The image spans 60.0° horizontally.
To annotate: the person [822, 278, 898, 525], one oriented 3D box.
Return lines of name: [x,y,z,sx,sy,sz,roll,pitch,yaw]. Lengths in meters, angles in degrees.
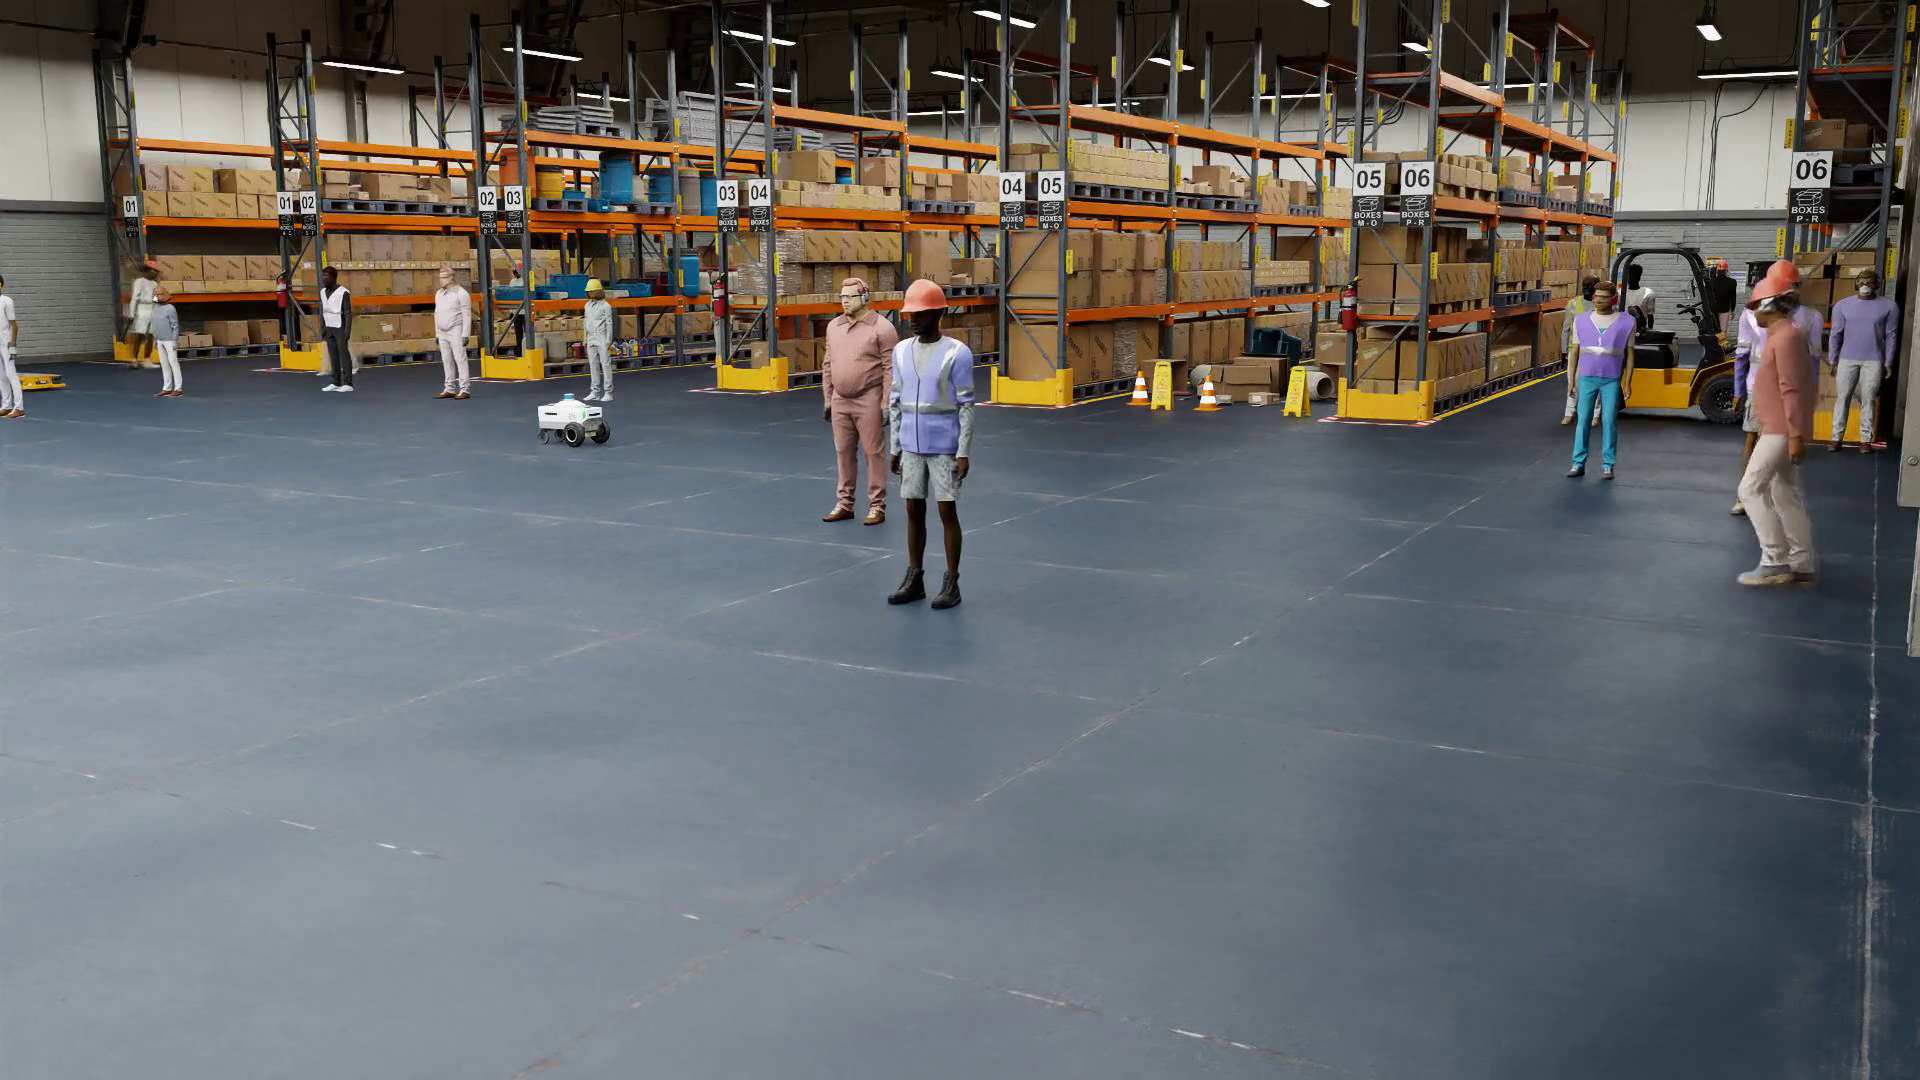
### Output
person: [-0.799,-1.065,12.870,0.645,1.907,0.400,6,11,30]

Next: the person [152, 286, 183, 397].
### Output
person: [-11.729,-2.927,24.563,0.503,1.632,0.271,6,11,30]

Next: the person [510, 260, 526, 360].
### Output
person: [-8.565,-4.457,32.465,0.616,1.993,0.395,6,11,30]

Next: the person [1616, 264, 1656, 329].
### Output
person: [9.748,-3.022,24.154,0.610,1.963,0.366,6,11,30]

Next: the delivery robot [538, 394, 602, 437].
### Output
delivery robot: [-4.297,-1.367,18.315,0.707,0.478,0.477,5,11,28]

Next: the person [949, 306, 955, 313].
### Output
person: [-0.310,-6.485,44.507,0.631,1.938,0.362,6,11,30]

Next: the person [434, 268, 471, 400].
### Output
person: [-7.387,-2.988,24.131,0.645,1.905,0.400,6,11,30]

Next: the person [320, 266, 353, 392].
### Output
person: [-9.559,-3.231,25.519,0.591,1.916,0.383,6,11,30]

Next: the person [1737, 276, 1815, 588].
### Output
person: [5.162,-0.672,10.450,0.580,1.944,0.630,5,11,29]

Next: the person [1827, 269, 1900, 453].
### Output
person: [9.506,-1.880,17.544,0.631,1.938,0.362,6,11,30]

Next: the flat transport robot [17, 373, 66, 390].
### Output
flat transport robot: [-14.712,-2.482,25.947,1.431,0.197,0.652,5,11,28]

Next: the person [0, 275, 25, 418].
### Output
person: [-12.290,-2.493,21.334,0.521,1.870,0.319,6,11,30]

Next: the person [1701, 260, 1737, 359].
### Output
person: [15.280,-4.631,33.492,0.616,1.990,0.393,6,11,30]

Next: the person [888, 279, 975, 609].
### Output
person: [-0.188,-0.557,9.804,0.549,1.936,0.377,6,11,30]

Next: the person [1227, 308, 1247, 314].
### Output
person: [6.048,-4.945,36.195,0.538,1.695,0.320,6,11,30]

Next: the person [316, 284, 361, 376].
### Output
person: [-10.847,-3.664,28.960,0.517,1.604,0.806,6,11,30]

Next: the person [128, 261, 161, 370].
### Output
person: [-14.940,-4.106,30.440,0.498,1.989,0.779,2,10,11]

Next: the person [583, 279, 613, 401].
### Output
person: [-5.197,-2.855,23.831,0.489,1.741,0.322,6,11,30]

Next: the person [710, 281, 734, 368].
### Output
person: [-4.381,-3.973,30.673,0.517,1.639,0.313,6,11,30]

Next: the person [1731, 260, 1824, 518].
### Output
person: [6.462,-1.188,13.187,0.611,2.042,0.395,6,11,30]

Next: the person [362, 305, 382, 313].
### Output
person: [-12.566,-4.859,35.497,0.528,1.765,0.327,6,11,30]

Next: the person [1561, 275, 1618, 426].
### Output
person: [7.675,-2.307,20.335,0.627,1.840,0.429,6,11,30]

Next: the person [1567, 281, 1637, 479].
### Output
person: [5.989,-1.489,15.535,0.566,1.841,0.381,6,11,30]
